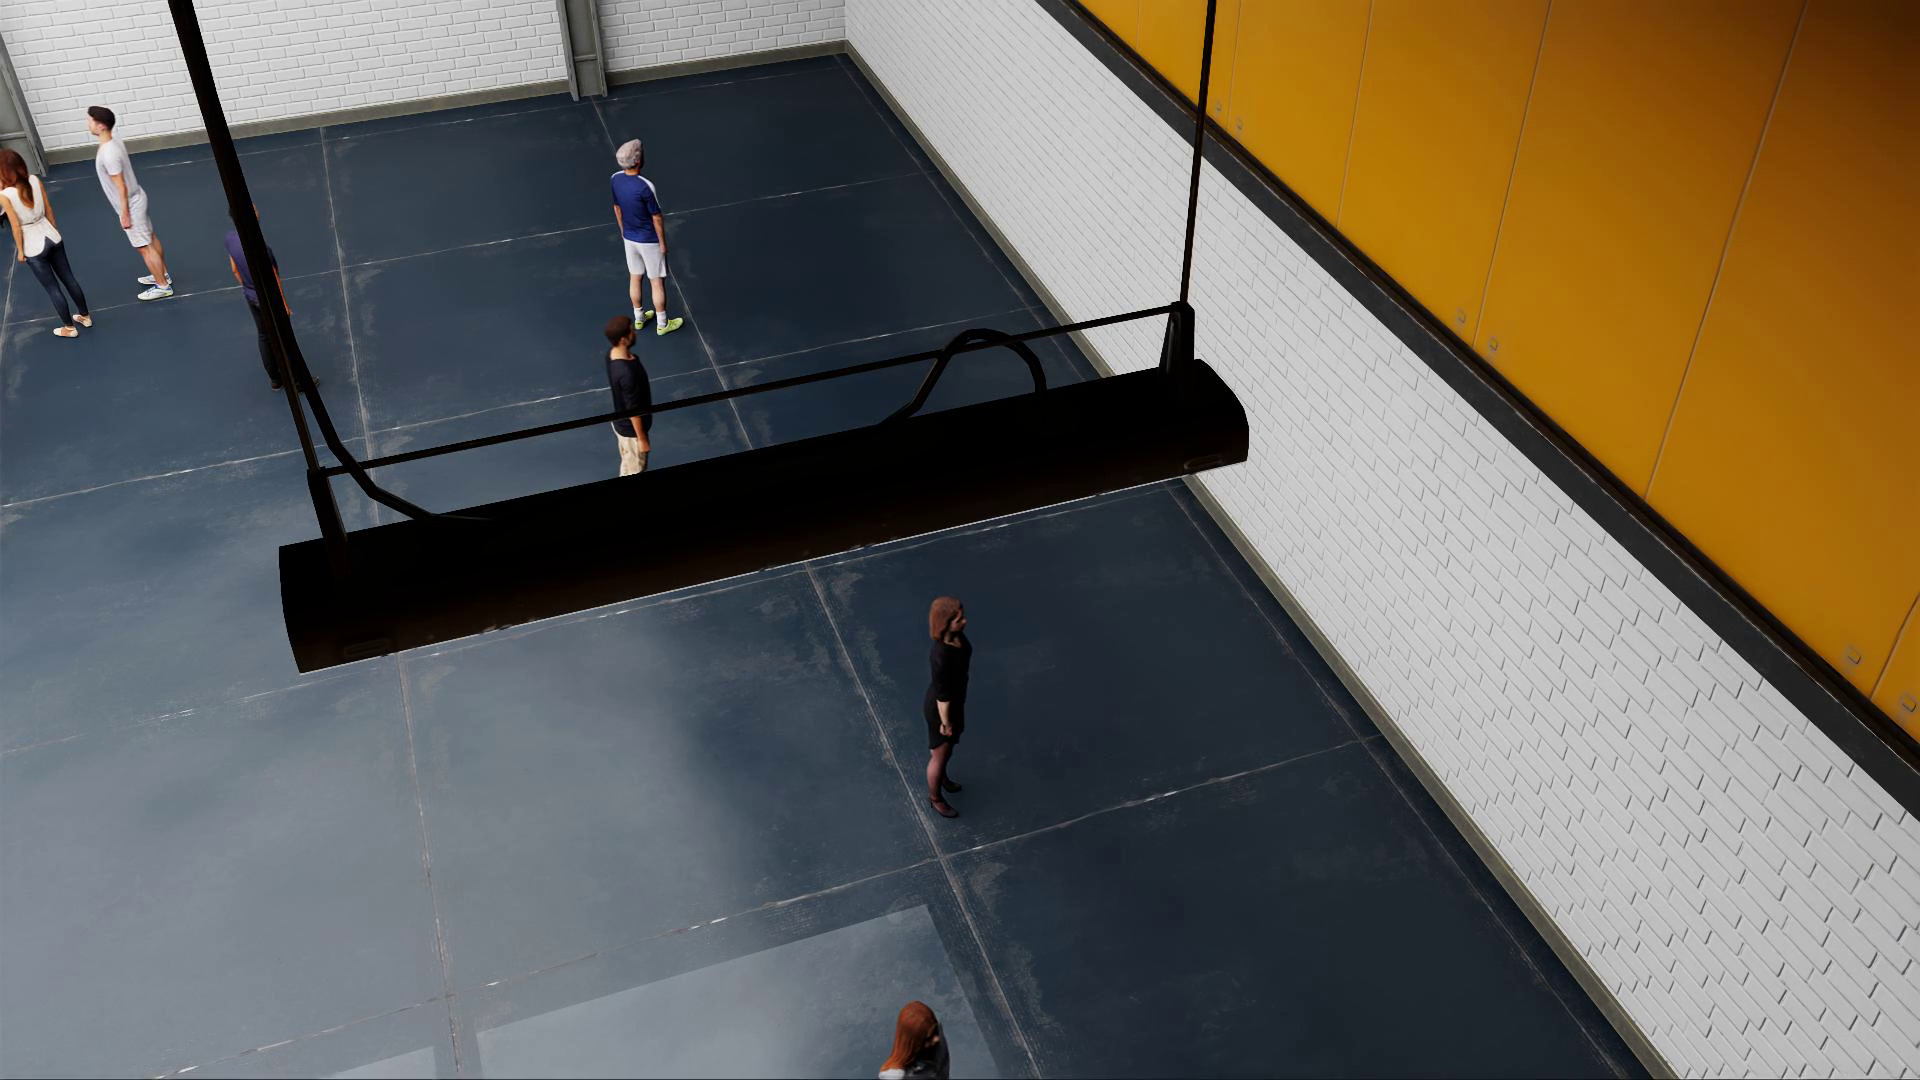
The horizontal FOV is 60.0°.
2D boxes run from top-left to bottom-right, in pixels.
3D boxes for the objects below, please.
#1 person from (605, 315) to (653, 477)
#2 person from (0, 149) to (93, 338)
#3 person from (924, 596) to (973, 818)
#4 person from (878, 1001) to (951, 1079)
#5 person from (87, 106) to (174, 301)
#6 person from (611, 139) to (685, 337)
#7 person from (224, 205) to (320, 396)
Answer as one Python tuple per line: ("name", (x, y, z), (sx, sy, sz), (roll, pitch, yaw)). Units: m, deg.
("person", (-2.465, -0.850, 12.438), (0.563, 1.850, 0.647), (-15, 41, -18))
("person", (-8.110, -2.619, 14.705), (0.724, 1.785, 0.669), (15, 41, 18))
("person", (-0.090, 1.008, 10.227), (0.654, 1.705, 0.658), (5, 39, 7))
("person", (-0.216, 2.777, 8.014), (0.739, 1.703, 0.674), (17, 42, 20))
("person", (-7.614, -3.100, 15.250), (0.564, 1.855, 0.674), (-11, 40, -14))
("person", (-2.813, -2.681, 14.738), (0.721, 1.839, 0.771), (18, 42, 21))
("person", (-5.853, -2.041, 13.975), (0.708, 1.793, 0.746), (20, 43, 23))
